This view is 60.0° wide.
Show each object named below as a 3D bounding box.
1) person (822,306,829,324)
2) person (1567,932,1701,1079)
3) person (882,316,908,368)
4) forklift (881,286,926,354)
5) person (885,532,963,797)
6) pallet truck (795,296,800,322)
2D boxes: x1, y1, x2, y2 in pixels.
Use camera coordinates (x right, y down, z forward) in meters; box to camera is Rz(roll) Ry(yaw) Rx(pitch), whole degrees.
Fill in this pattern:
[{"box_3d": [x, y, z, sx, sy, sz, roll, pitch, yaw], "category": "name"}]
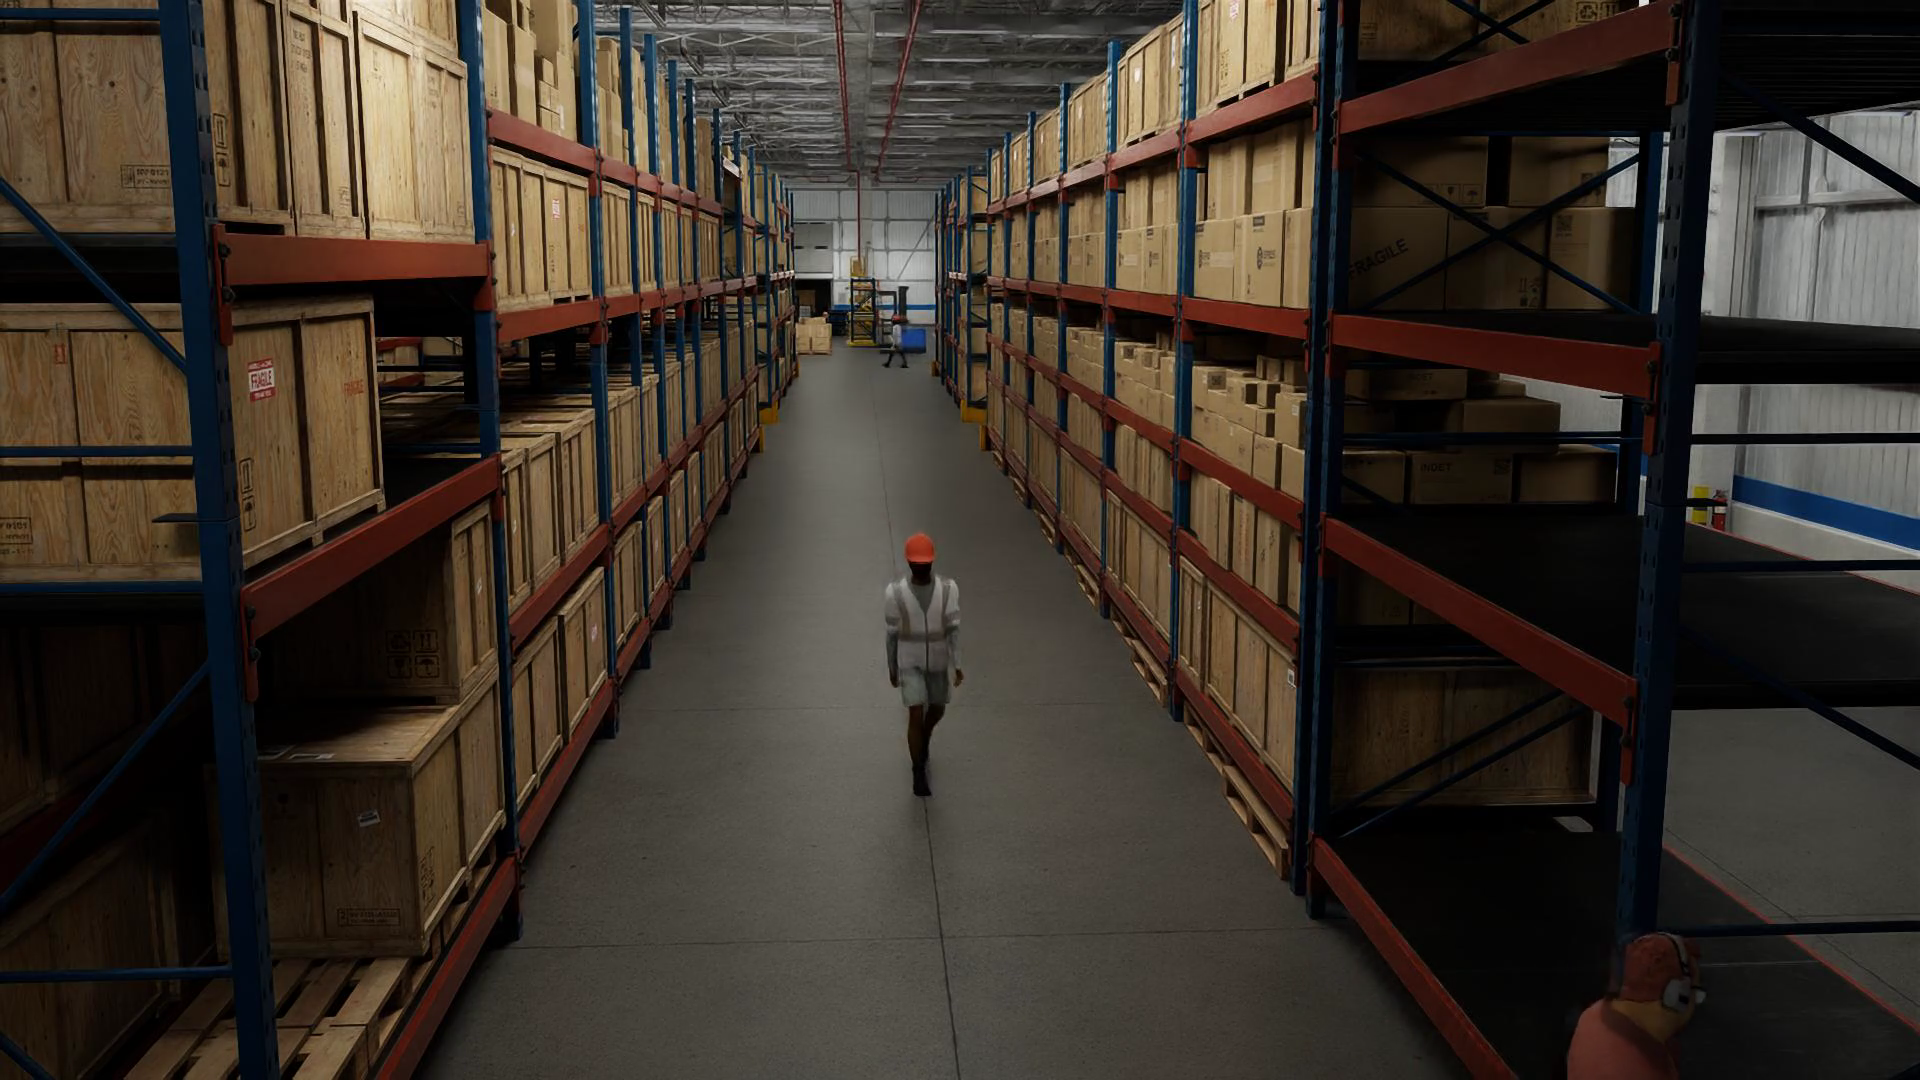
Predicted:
[{"box_3d": [-6.585, -10.586, 81.258, 0.322, 1.691, 0.532, -4, 10, -22], "category": "person"}, {"box_3d": [2.072, 2.096, 4.974, 0.942, 1.848, 0.721, 4, 10, 22], "category": "person"}, {"box_3d": [-2.303, -7.154, 60.223, 1.013, 1.876, 0.553, 5, 11, 26], "category": "person"}, {"box_3d": [-2.357, -9.128, 68.992, 1.873, 2.768, 1.129, -1, 10, -3], "category": "forklift"}, {"box_3d": [-0.285, 0.859, 12.243, 0.551, 1.911, 0.812, -2, 10, -13], "category": "person"}, {"box_3d": [-8.622, -12.439, 91.403, 1.885, 1.965, 0.823, 2, 10, 13], "category": "pallet truck"}]
